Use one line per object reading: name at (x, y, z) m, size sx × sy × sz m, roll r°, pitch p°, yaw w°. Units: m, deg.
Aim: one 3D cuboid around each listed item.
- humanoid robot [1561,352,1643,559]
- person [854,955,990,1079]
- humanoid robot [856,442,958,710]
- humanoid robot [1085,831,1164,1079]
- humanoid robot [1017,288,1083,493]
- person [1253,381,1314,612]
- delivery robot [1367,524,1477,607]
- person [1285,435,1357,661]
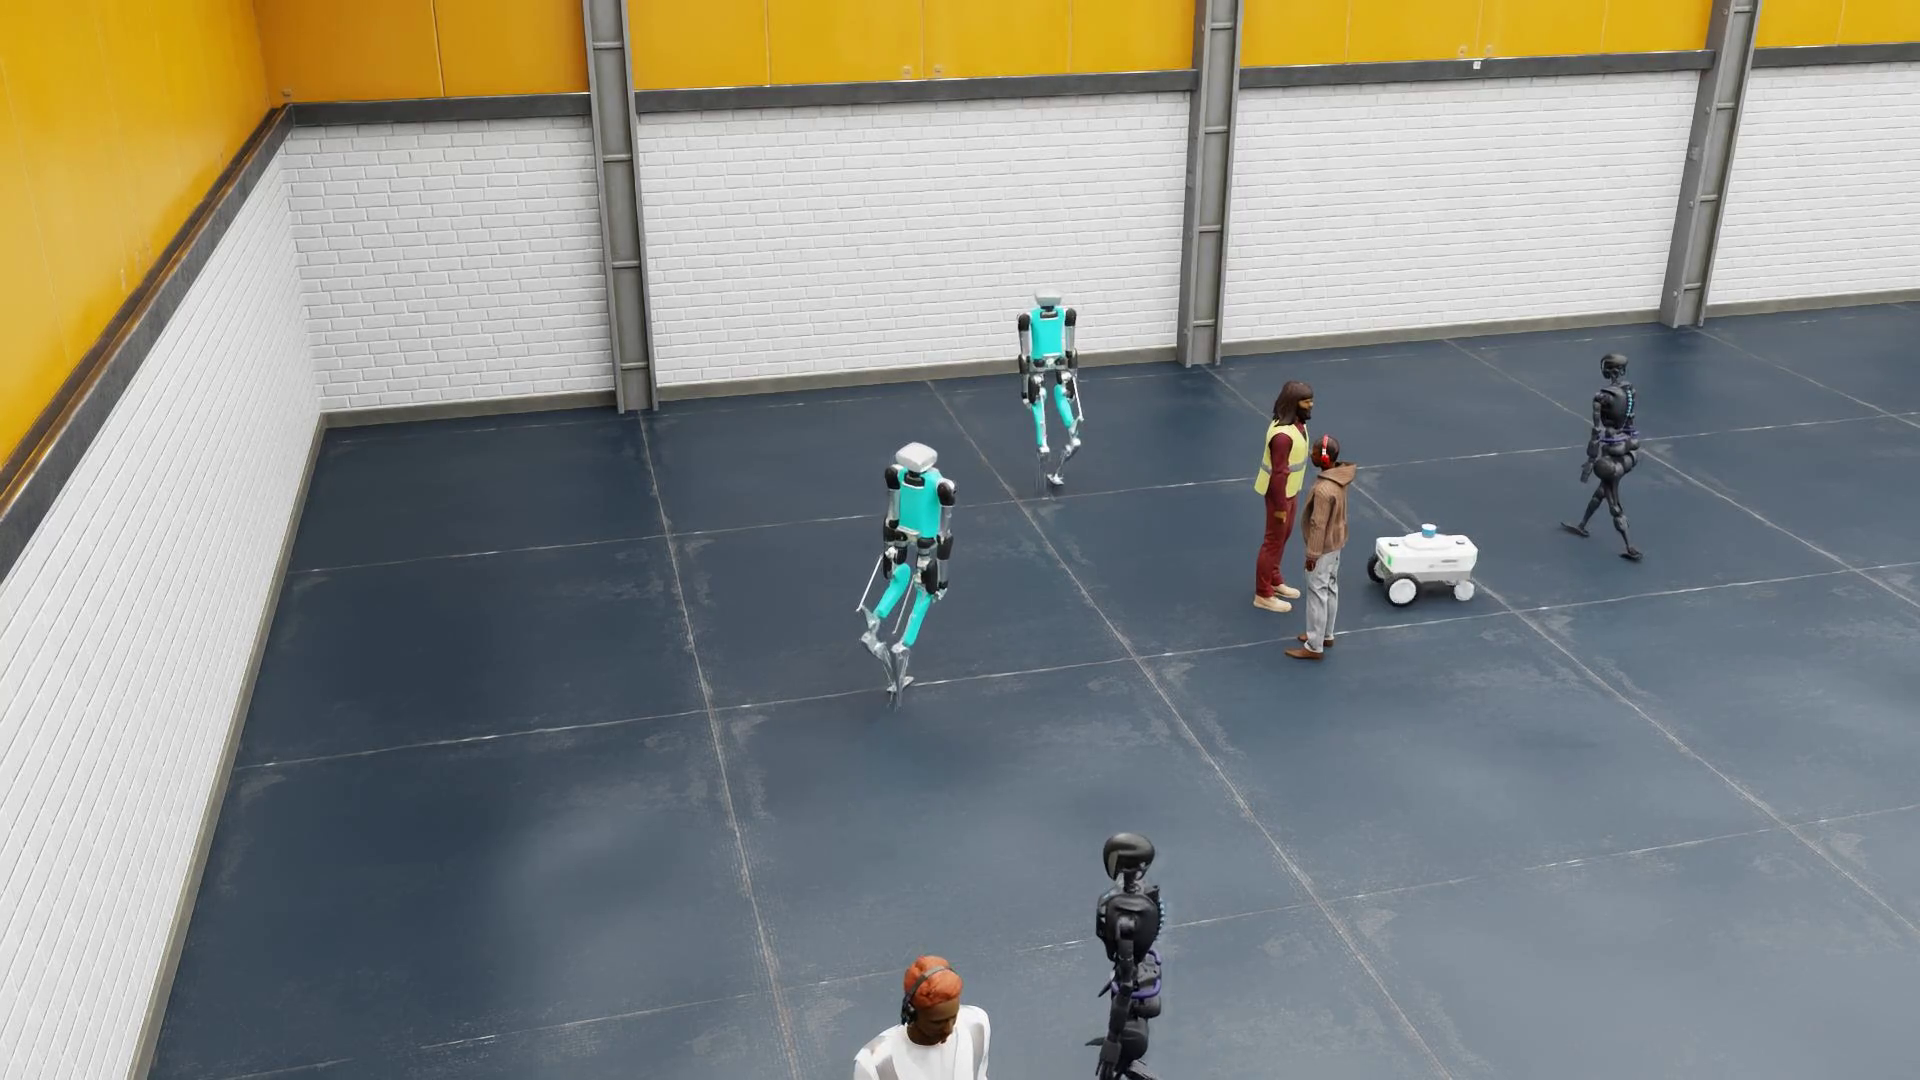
humanoid robot at (5.228, -0.689, 13.255) m, size 0.589 × 1.616 × 0.802 m, roll -18°, pitch 29°, yaw -35°
person at (-0.114, 2.317, 6.094) m, size 0.572 × 1.886 × 0.357 m, roll -17°, pitch 29°, yaw -33°
humanoid robot at (-0.389, 0.336, 10.921) m, size 0.550 × 1.918 × 0.704 m, roll 15°, pitch 28°, yaw 31°
humanoid robot at (0.776, 1.985, 7.122) m, size 0.539 × 1.643 × 0.602 m, roll 3°, pitch 24°, yaw 6°
humanoid robot at (0.819, -1.181, 14.365) m, size 0.541 × 1.899 × 0.725 m, roll -7°, pitch 25°, yaw -14°
person at (2.365, -0.333, 12.265) m, size 0.364 × 1.764 × 0.472 m, roll 11°, pitch 26°, yaw 23°
delivery robot at (3.499, 0.182, 12.615) m, size 0.807 × 0.613 × 0.499 m, roll -2°, pitch 24°, yaw -3°
person at (2.517, 0.054, 11.528) m, size 0.327 × 1.648 × 0.462 m, roll 12°, pitch 26°, yaw 25°
